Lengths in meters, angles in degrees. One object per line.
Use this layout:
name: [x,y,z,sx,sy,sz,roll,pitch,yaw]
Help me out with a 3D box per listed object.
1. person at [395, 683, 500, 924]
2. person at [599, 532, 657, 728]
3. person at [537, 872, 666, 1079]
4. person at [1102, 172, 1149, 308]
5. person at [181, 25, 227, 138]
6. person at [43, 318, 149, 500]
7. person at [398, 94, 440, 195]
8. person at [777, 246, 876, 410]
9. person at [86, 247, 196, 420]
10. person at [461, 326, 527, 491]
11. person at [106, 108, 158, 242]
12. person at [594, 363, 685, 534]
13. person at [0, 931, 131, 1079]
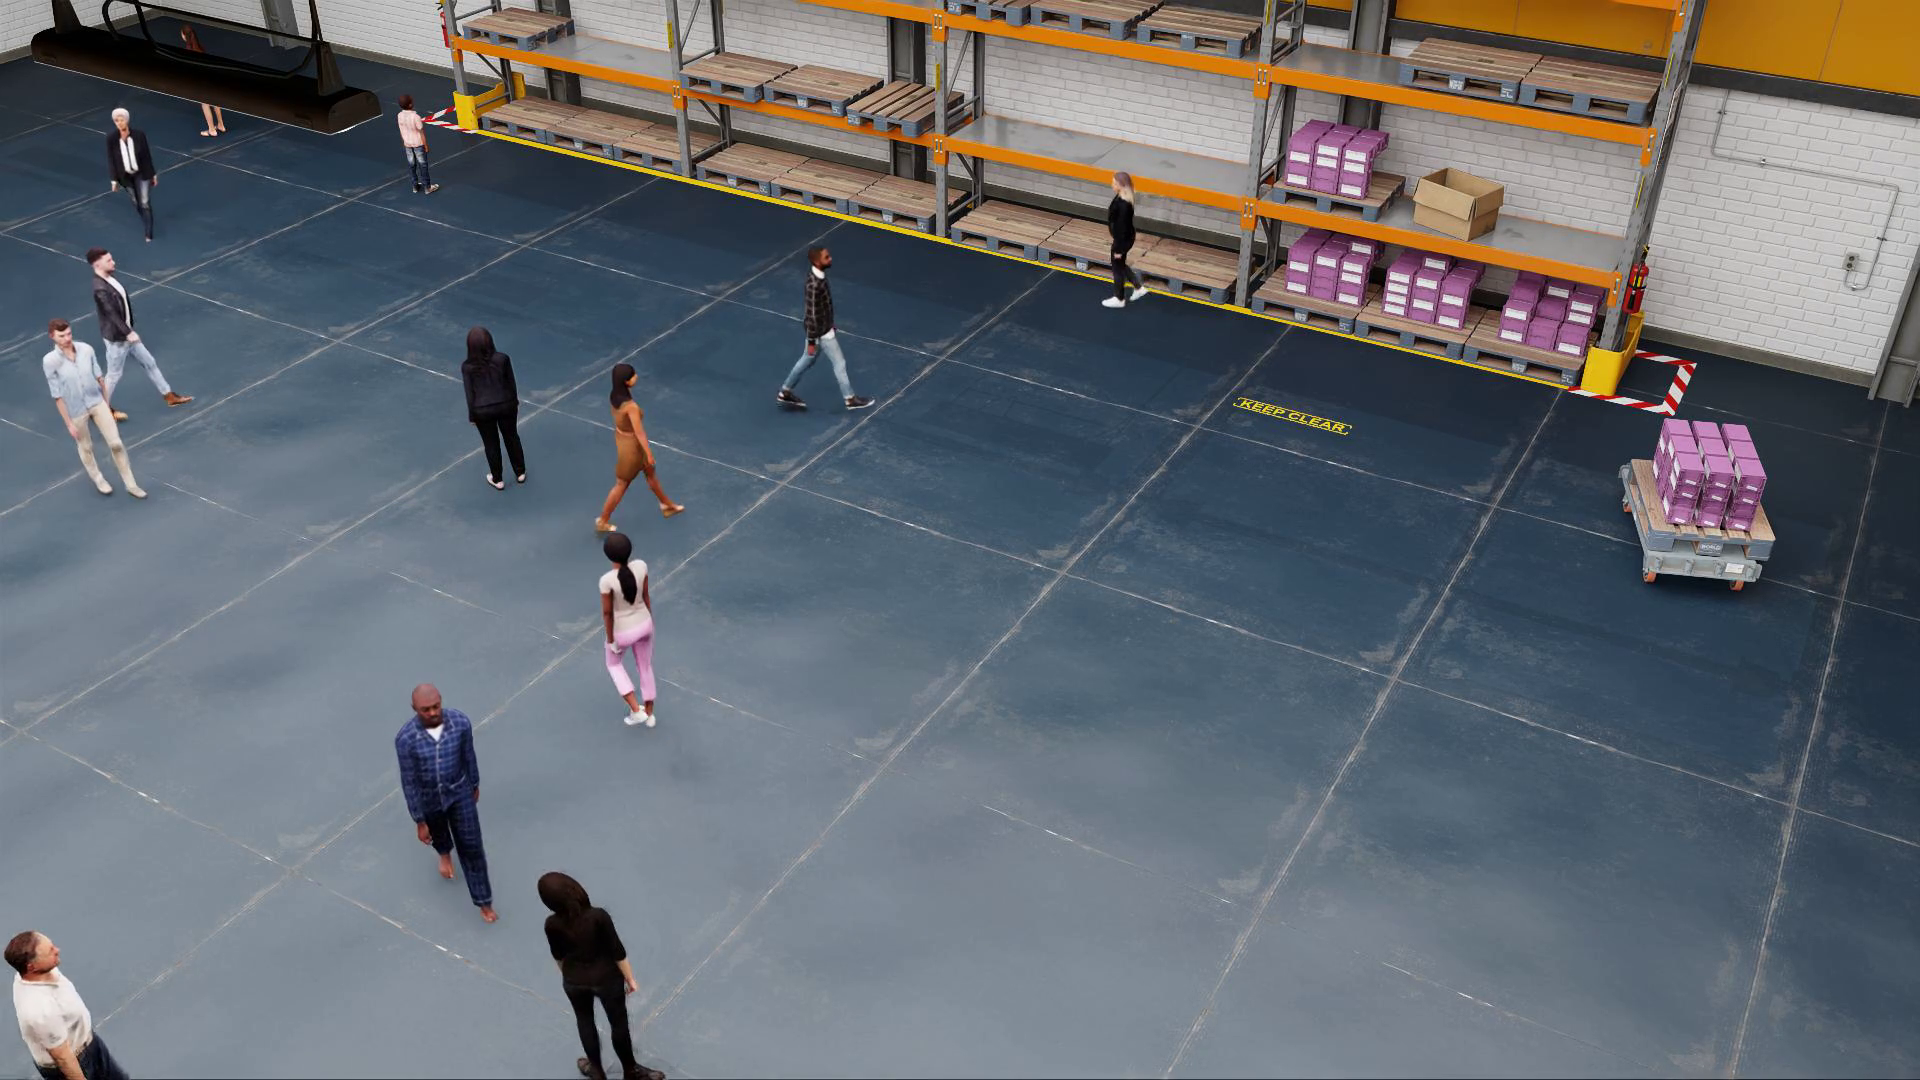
person: [-3.465,1.649,11.029,1.090,1.755,1.280,-16,37,-22]
person: [-2.415,0.721,12.446,0.704,1.732,0.758,-23,40,-30]
person: [-2.108,2.595,9.736,0.684,1.611,0.864,7,34,10]
person: [1.911,-3.315,18.582,0.857,1.661,0.781,7,34,11]
person: [-10.703,-6.492,23.460,0.654,1.553,0.598,10,35,15]
person: [-8.096,-1.235,15.307,0.808,1.823,1.014,-29,43,-36]
person: [-7.131,-5.179,21.706,0.486,1.307,0.616,8,35,12]
person: [-1.499,-2.083,16.625,1.330,1.776,1.110,0,34,-1]
person: [-8.429,-2.004,16.484,1.221,1.802,1.148,-8,34,-12]
person: [-4.347,-1.232,15.490,0.760,1.615,0.774,-20,39,-27]
person: [-10.254,-4.497,20.612,1.216,1.761,1.174,-7,34,-11]
person: [-2.994,-0.764,14.759,1.016,1.646,1.097,-17,37,-23]
person: [-5.003,2.880,9.117,1.176,1.823,1.217,-14,36,-20]
